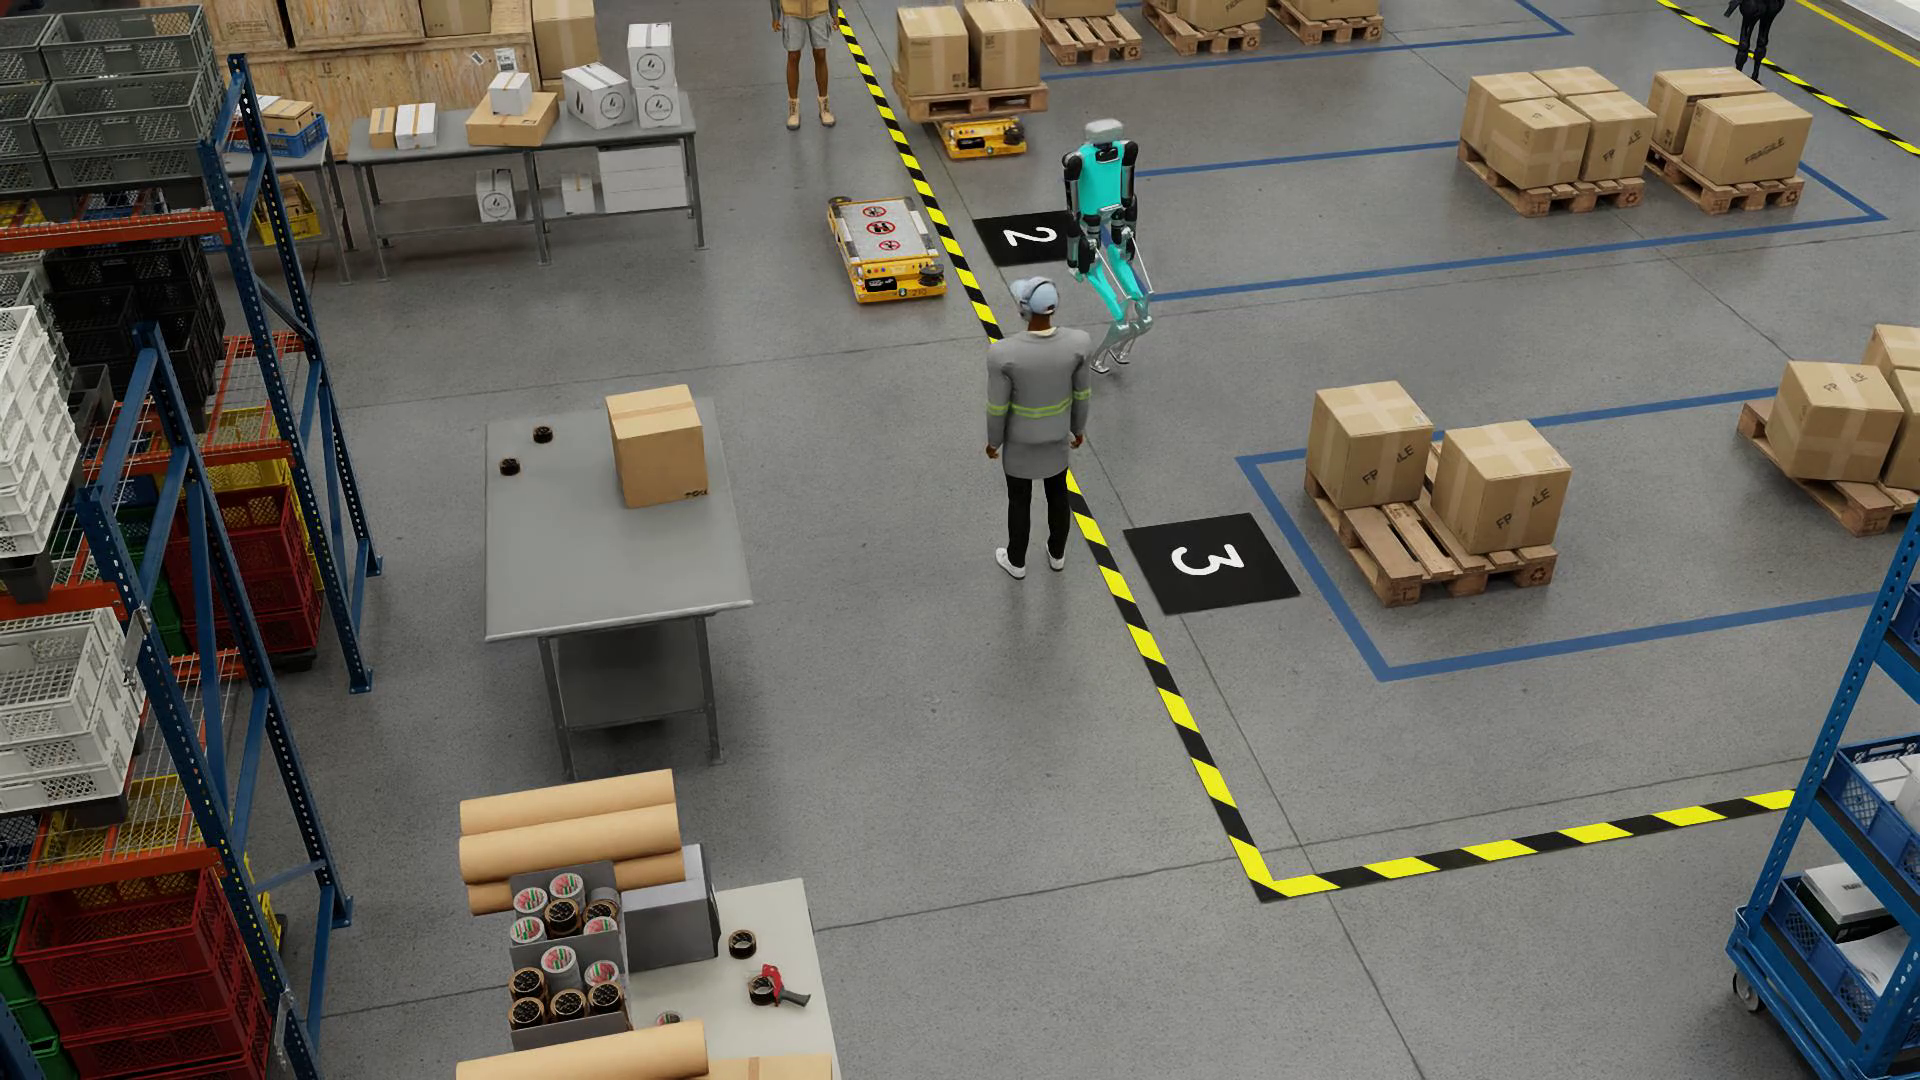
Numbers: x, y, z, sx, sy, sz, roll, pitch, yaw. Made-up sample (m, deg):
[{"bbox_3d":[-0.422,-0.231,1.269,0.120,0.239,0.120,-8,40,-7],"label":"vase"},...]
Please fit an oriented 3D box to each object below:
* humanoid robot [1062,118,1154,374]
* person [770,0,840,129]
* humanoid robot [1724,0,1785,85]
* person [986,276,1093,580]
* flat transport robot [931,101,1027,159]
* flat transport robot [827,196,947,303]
[{"bbox_3d":[1.009,-1.815,10.655,0.533,1.672,0.735,-19,41,-23],"label":"humanoid robot"},{"bbox_3d":[-1.312,-4.514,14.132,0.606,2.048,0.366,-6,37,-8],"label":"person"},{"bbox_3d":[7.197,-4.894,14.937,0.599,1.659,0.315,-15,39,-19],"label":"humanoid robot"},{"bbox_3d":[0.414,-0.599,9.033,0.590,1.852,0.365,-10,38,-13],"label":"person"},{"bbox_3d":[0.093,-3.729,14.543,0.652,0.197,1.431,-8,37,-10],"label":"flat transport robot"},{"bbox_3d":[-0.570,-2.220,12.538,0.659,0.231,1.431,-8,37,-10],"label":"flat transport robot"}]
